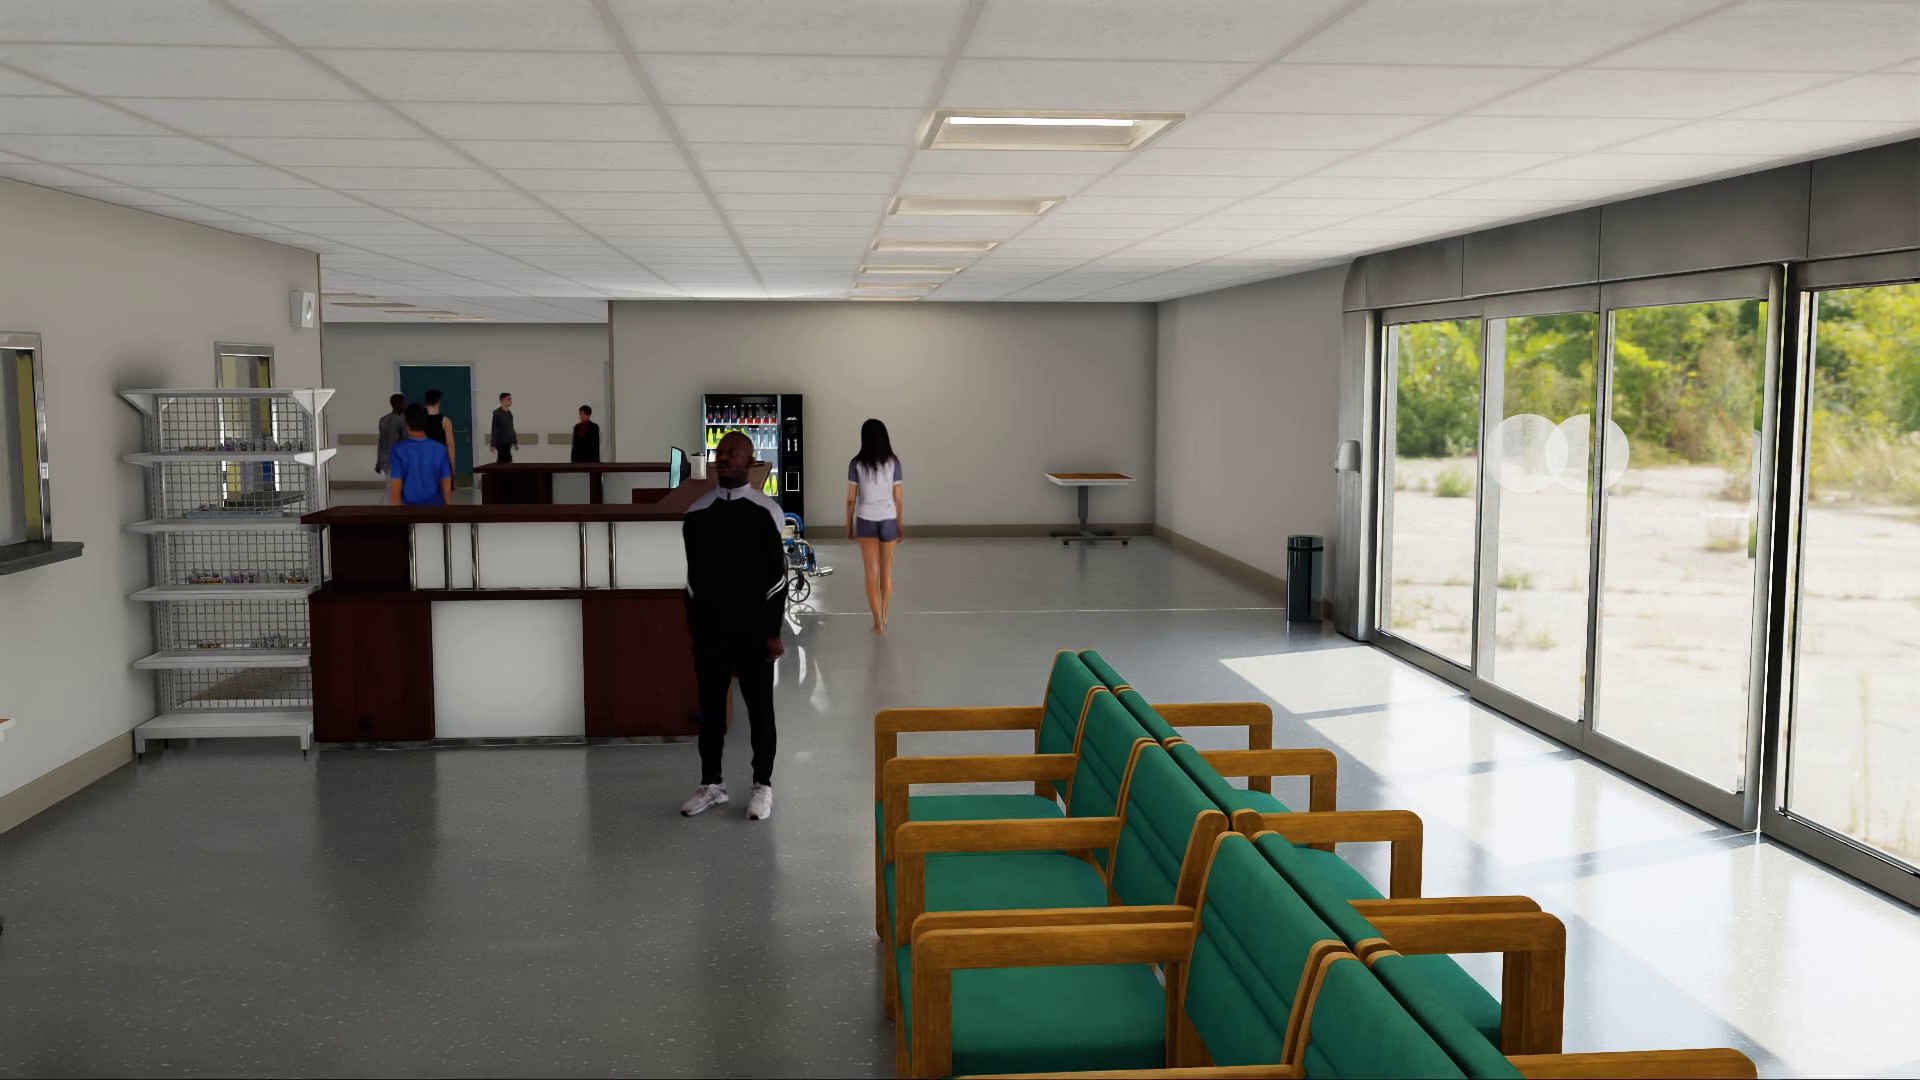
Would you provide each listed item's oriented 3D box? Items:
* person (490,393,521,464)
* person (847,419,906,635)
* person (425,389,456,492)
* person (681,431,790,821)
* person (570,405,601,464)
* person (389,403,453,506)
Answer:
[{"bbox_3d":[-7.802,-1.595,28.124,1.155,1.726,0.862,2,6,15],"label":"person"},{"bbox_3d":[-0.649,-0.090,13.280,0.864,1.703,0.731,-1,6,-13],"label":"person"},{"bbox_3d":[-6.617,-0.944,20.859,0.618,1.886,0.794,0,6,1],"label":"person"},{"bbox_3d":[-1.067,0.385,7.943,0.610,1.827,0.777,1,6,13],"label":"person"},{"bbox_3d":[-5.274,-1.087,23.600,0.822,1.622,0.817,2,6,22],"label":"person"},{"bbox_3d":[-4.076,-0.085,12.673,1.208,1.815,1.014,-3,6,-27],"label":"person"}]
